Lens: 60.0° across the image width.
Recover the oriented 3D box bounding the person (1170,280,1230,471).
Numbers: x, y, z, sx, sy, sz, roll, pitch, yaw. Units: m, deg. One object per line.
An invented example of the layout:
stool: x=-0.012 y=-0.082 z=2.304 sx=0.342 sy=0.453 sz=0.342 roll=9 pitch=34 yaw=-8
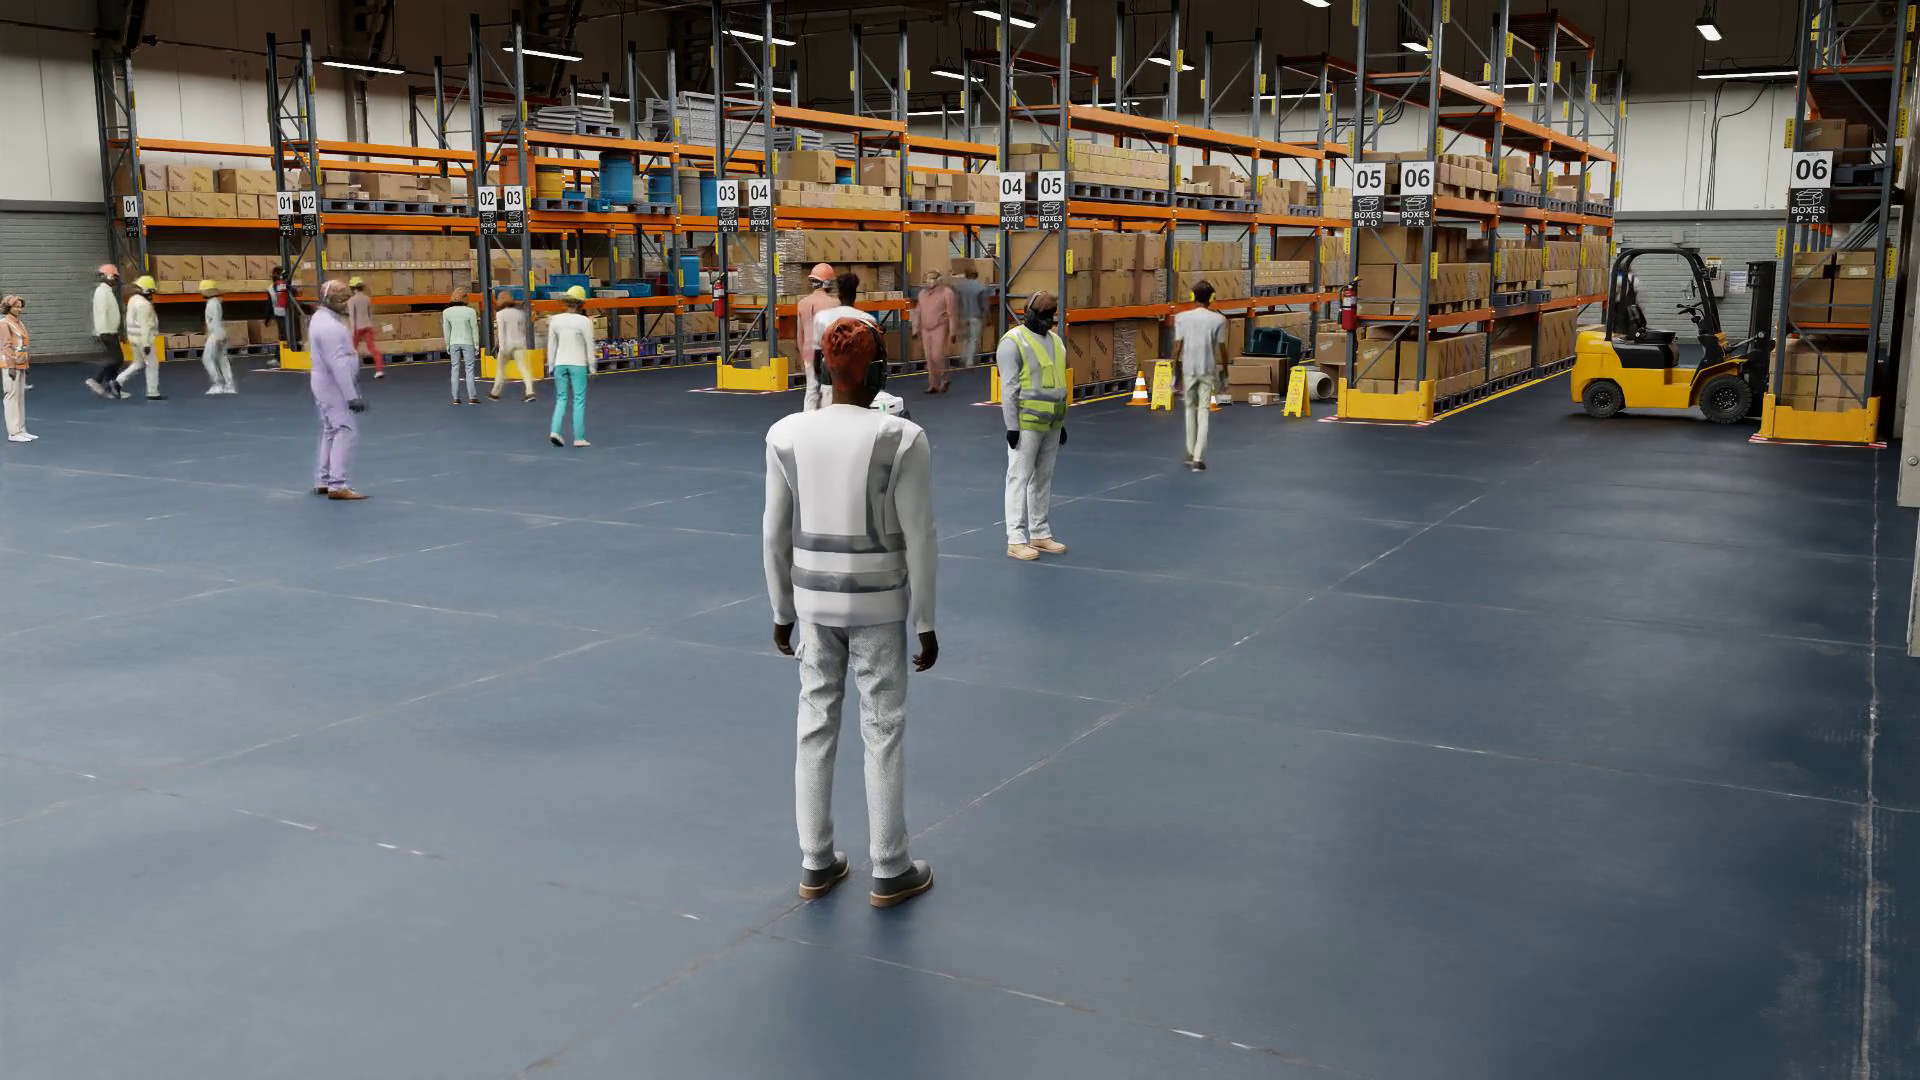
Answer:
person: x=2.364 y=-1.615 z=16.290 sx=0.546 sy=1.835 sz=0.860 roll=3 pitch=10 yaw=16

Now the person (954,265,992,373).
person: x=0.259 y=-3.928 z=29.636 sx=0.635 sy=1.909 sz=0.818 roll=5 pitch=11 yaw=28

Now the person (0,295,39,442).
person: x=-10.593 y=-1.919 z=18.653 sx=0.312 sy=1.638 sz=0.512 roll=-2 pitch=10 yaw=-14

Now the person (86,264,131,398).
person: x=-12.433 y=-3.034 z=24.246 sx=0.490 sy=1.956 sz=0.638 roll=-3 pitch=10 yaw=-17

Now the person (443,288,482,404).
person: x=-6.975 y=-2.713 z=23.312 sx=0.499 sy=1.633 sz=0.286 roll=1 pitch=10 yaw=5

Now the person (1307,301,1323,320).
person: x=8.173 y=-5.498 z=38.495 sx=0.492 sy=2.015 sz=0.650 roll=1 pitch=10 yaw=4

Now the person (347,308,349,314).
person: x=-12.947 y=-4.838 z=35.066 sx=0.532 sy=1.870 sz=0.319 roll=4 pitch=10 yaw=21

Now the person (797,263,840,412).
person: x=-1.473 y=-1.959 z=17.841 sx=0.612 sy=1.995 sz=0.382 roll=7 pitch=12 yaw=35

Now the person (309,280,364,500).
person: x=-5.329 y=-1.275 z=14.211 sx=0.409 sy=1.869 sz=0.709 roll=-4 pitch=11 yaw=-24

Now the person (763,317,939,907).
person: x=-0.343 y=0.233 z=5.332 sx=0.585 sy=1.882 sz=0.337 roll=4 pitch=10 yaw=20

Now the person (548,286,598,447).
person: x=-4.209 y=-1.871 z=18.070 sx=0.548 sy=1.749 sz=0.516 roll=3 pitch=10 yaw=17

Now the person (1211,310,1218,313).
person: x=6.095 y=-5.766 z=40.582 sx=1.018 sy=1.842 sz=0.663 roll=-6 pitch=11 yaw=-30

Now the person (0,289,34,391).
person: x=-14.449 y=-2.984 z=25.002 sx=0.534 sy=1.587 sz=0.885 roll=7 pitch=12 yaw=34

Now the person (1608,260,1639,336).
person: x=14.021 y=-4.944 z=35.185 sx=0.748 sy=2.000 sz=0.640 roll=-6 pitch=11 yaw=-30

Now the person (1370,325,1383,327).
person: x=9.208 y=-5.093 z=36.599 sx=0.515 sy=1.860 sz=0.325 roll=3 pitch=10 yaw=15

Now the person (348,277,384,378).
person: x=-10.220 y=-3.618 z=28.374 sx=0.924 sy=1.718 sz=0.548 roll=5 pitch=11 yaw=28

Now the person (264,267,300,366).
person: x=-12.890 y=-4.238 z=31.581 sx=0.619 sy=1.862 sz=1.023 roll=4 pitch=10 yaw=20

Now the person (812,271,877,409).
person: x=-1.055 y=-1.478 z=15.200 sx=0.613 sy=1.945 sz=0.831 roll=0 pitch=10 yaw=-3

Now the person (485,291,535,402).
person: x=-6.418 y=-2.759 z=23.747 sx=0.922 sy=1.581 sz=0.500 roll=7 pitch=12 yaw=34

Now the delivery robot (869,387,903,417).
delivery robot: x=-0.912 y=-1.533 z=19.287 sx=0.477 sy=0.478 sz=0.707 roll=3 pitch=10 yaw=15

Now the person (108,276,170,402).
person: x=-11.652 y=-2.829 z=23.519 sx=0.708 sy=1.796 sz=0.638 roll=-9 pitch=13 yaw=-42

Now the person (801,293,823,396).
person: x=-1.813 y=-2.349 z=21.231 sx=0.439 sy=1.602 sz=0.519 roll=2 pitch=10 yaw=14

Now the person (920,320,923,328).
person: x=-0.704 y=-4.886 z=35.927 sx=0.530 sy=1.667 sz=0.773 roll=3 pitch=10 yaw=17

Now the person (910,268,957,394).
person: x=-0.392 y=-3.127 z=25.000 sx=0.663 sy=1.889 sz=0.447 roll=8 pitch=12 yaw=38

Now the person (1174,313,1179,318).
person: x=5.457 y=-5.885 z=41.049 sx=0.712 sy=1.917 sz=0.642 roll=-7 pitch=12 yaw=-34

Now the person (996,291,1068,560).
person: x=0.531 y=-0.793 z=11.486 sx=0.429 sy=1.837 sz=0.621 roll=8 pitch=13 yaw=40

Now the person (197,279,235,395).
person: x=-11.210 y=-3.040 z=24.974 sx=0.560 sy=1.720 sz=0.496 roll=-3 pitch=10 yaw=-17
